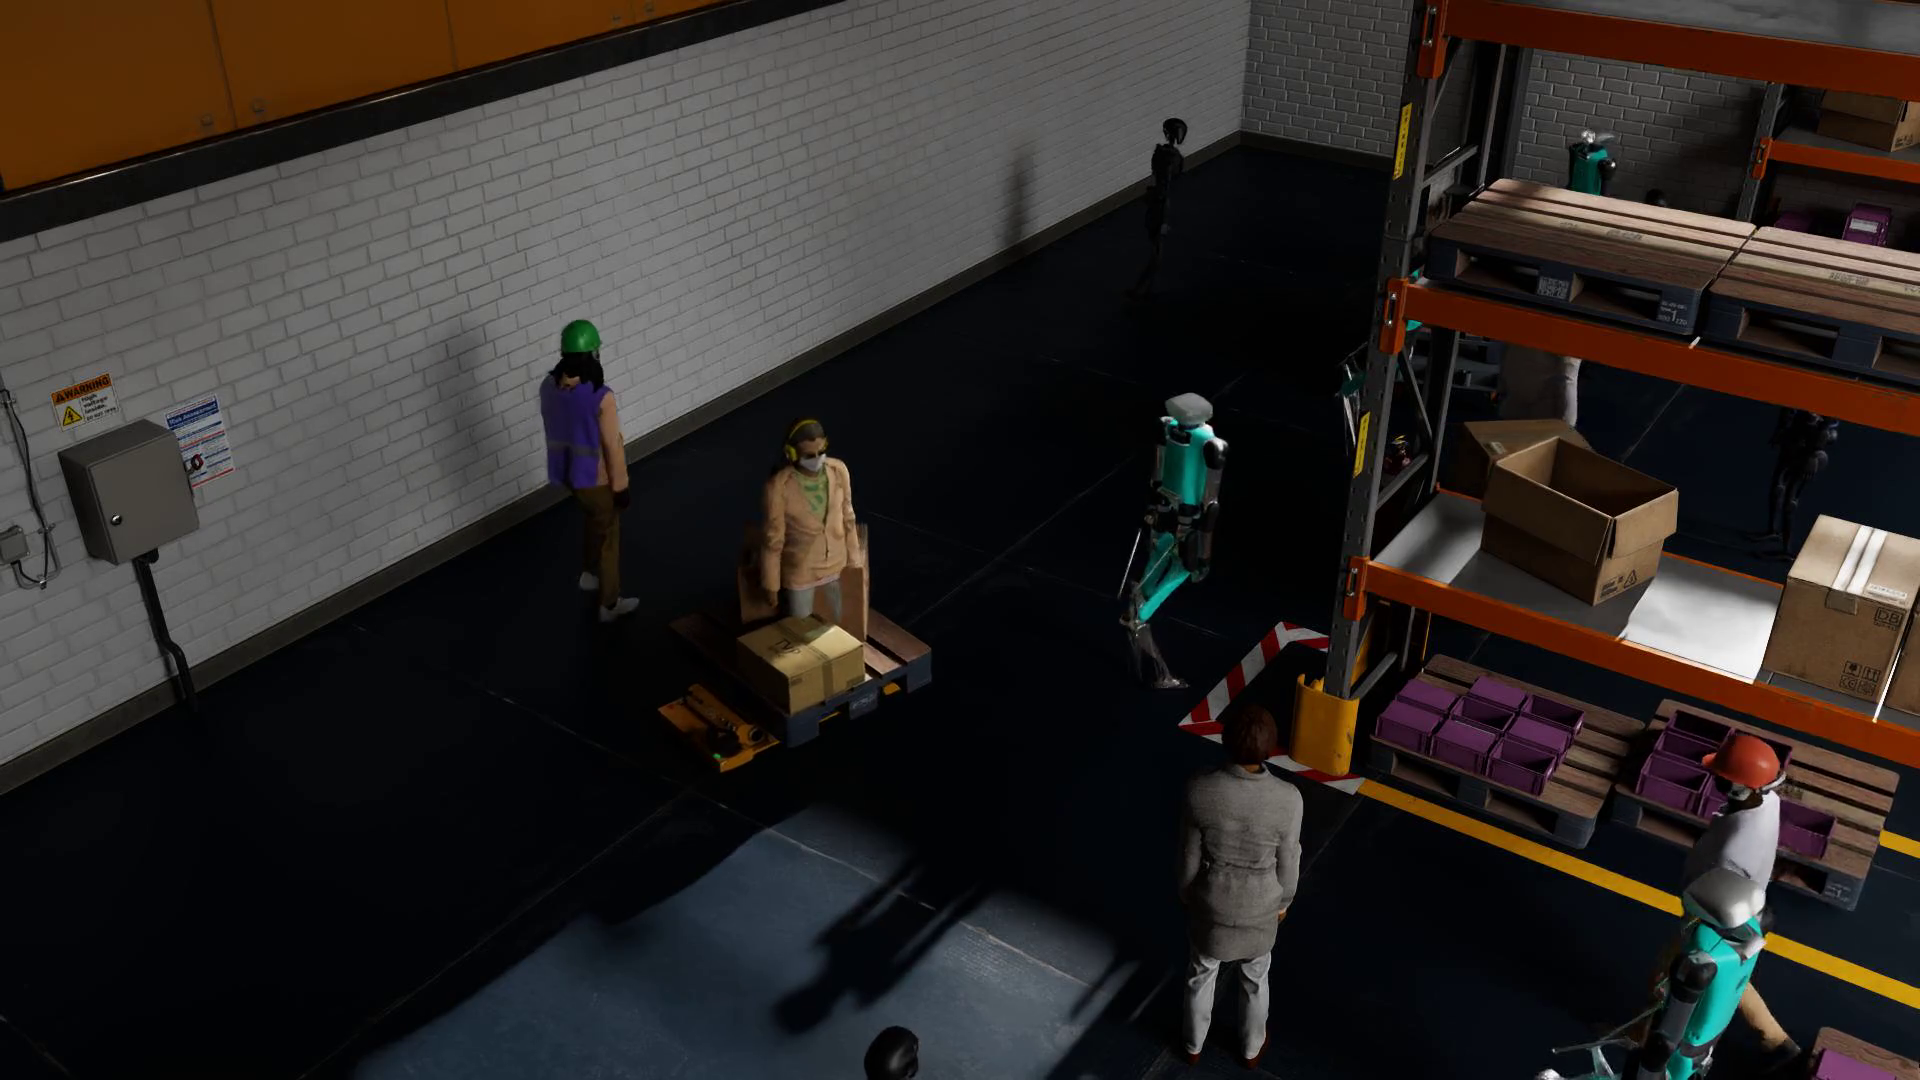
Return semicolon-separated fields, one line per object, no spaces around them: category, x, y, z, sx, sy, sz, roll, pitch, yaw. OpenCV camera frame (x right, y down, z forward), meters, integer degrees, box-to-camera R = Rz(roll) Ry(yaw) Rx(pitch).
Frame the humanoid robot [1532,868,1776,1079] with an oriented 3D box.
humanoid robot;2.480;1.868;6.370;0.530;1.811;0.926;-22;37;-33

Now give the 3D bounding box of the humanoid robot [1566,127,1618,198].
humanoid robot;5.494;-2.666;14.199;0.810;1.781;0.601;-10;31;-16

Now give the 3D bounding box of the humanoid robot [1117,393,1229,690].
humanoid robot;1.099;0.099;9.464;0.740;1.838;0.559;-20;35;-30

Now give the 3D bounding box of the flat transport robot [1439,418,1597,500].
flat transport robot;3.708;0.195;10.702;1.431;0.231;0.659;-2;30;-4

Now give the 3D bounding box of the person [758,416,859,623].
person;-0.843;0.155;9.180;0.568;1.864;0.392;-19;35;-29

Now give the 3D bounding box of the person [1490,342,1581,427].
person;3.849;-0.914;11.038;0.598;1.869;0.723;-12;32;-20

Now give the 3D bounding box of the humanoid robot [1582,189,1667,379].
humanoid robot;5.249;-2.053;13.219;0.615;1.617;0.561;-1;30;-1

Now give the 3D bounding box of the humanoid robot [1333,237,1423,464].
humanoid robot;2.975;-1.371;11.916;0.746;1.740;0.532;23;37;34

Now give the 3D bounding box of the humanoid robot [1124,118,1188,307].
humanoid robot;1.724;-2.897;14.666;0.474;1.644;0.616;1;30;2

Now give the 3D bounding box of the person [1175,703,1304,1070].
person;1.146;1.464;6.937;0.501;1.833;0.365;5;30;9

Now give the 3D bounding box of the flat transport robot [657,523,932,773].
flat transport robot;-0.961;0.844;9.576;1.431;0.231;0.659;-23;37;-34

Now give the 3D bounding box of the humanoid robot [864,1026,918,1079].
humanoid robot;-0.192;2.274;5.715;0.608;1.624;0.767;10;31;16

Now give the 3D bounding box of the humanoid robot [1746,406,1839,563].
humanoid robot;5.447;-0.651;10.752;0.307;1.647;0.613;1;30;1

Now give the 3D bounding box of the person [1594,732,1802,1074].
person;3.198;1.553;6.884;0.719;1.727;0.569;21;36;31

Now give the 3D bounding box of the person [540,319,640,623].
person;-2.236;-0.423;10.132;0.562;1.910;0.508;16;34;26
